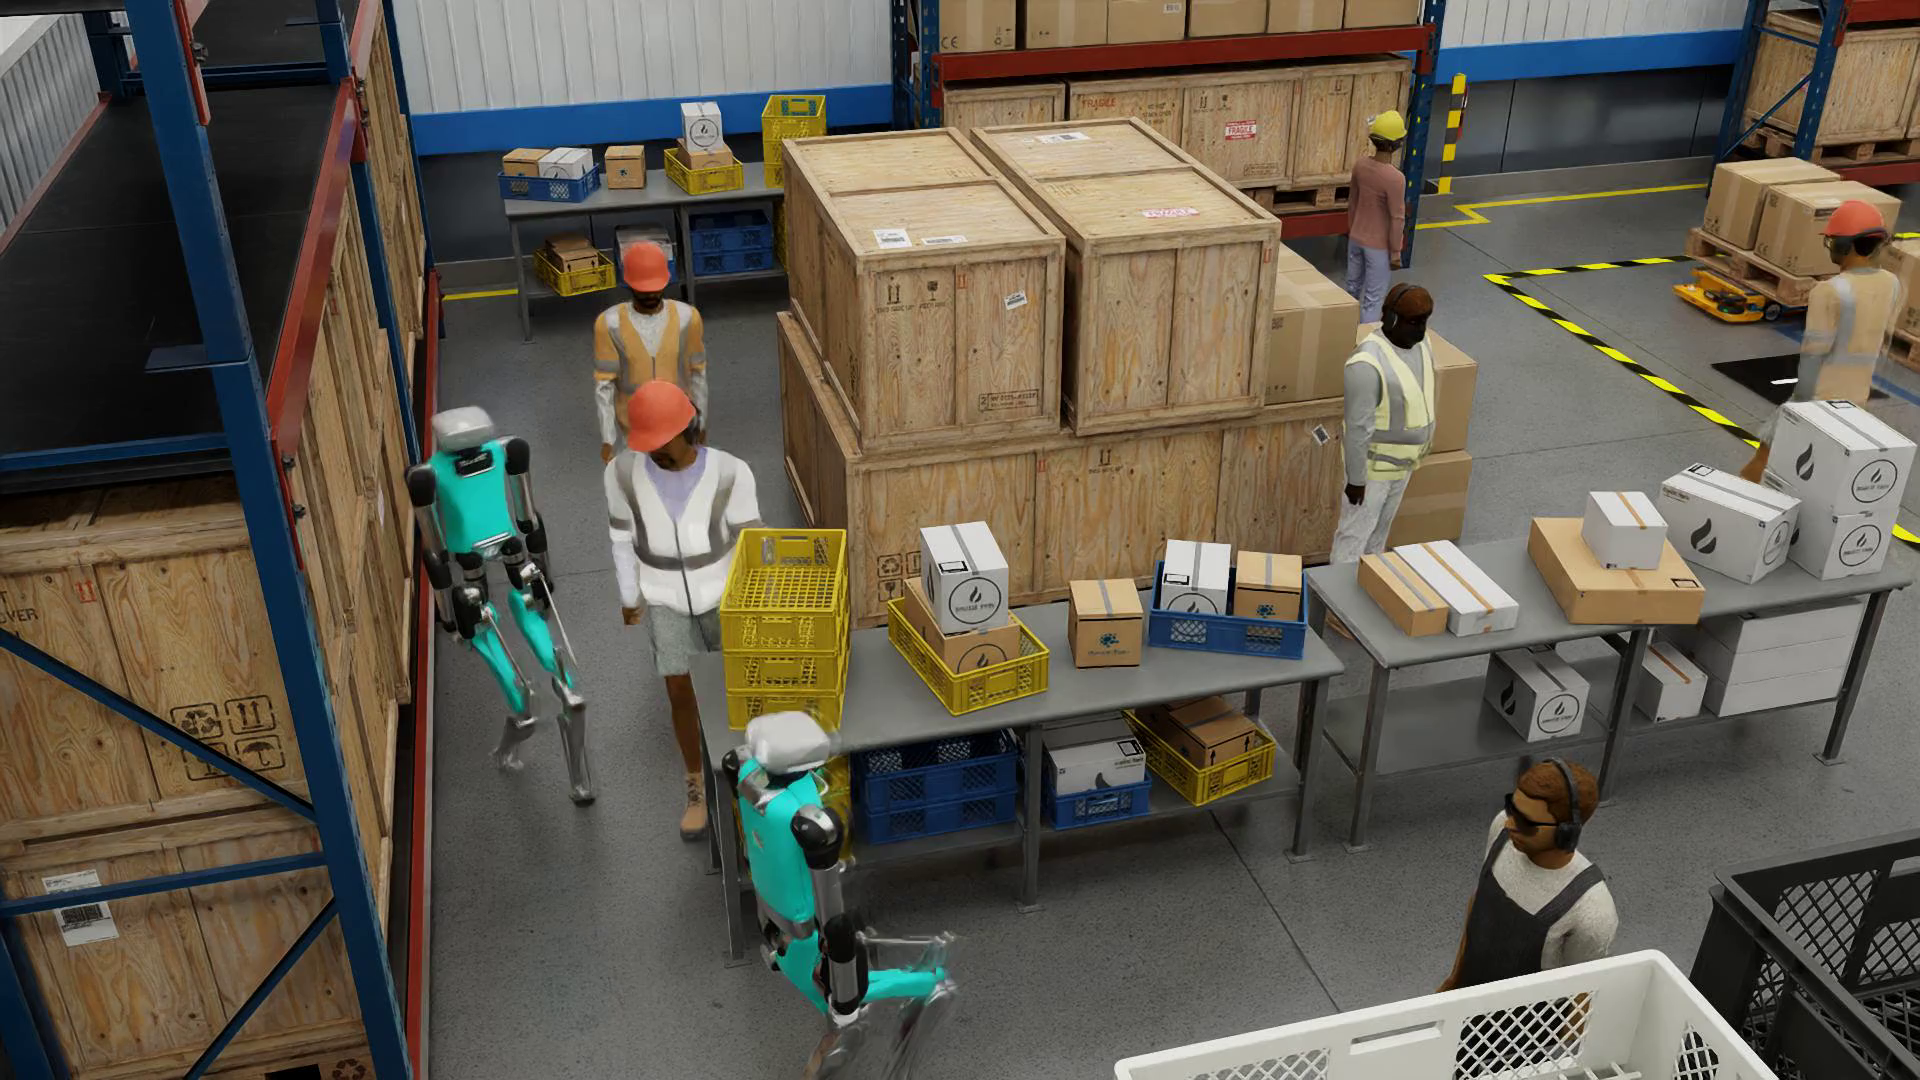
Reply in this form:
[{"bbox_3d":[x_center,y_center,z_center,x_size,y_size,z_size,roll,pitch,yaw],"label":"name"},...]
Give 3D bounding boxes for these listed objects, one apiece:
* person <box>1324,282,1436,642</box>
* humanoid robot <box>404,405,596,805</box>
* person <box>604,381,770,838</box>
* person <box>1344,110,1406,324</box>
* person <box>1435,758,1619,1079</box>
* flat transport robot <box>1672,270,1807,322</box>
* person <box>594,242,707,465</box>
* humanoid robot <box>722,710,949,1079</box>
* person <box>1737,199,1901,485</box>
[{"bbox_3d":[2.090,-0.389,8.195,0.430,1.840,0.625,23,36,35],"label":"person"},{"bbox_3d":[-1.825,0.373,6.991,0.530,1.817,0.839,-24,37,-36],"label":"humanoid robot"},{"bbox_3d":[-1.110,0.238,6.903,0.635,1.994,0.823,-3,29,-6],"label":"person"},{"bbox_3d":[2.787,-1.995,11.182,0.300,1.772,0.526,-13,31,-22],"label":"person"},{"bbox_3d":[1.627,1.406,4.930,0.345,1.846,0.507,-10,30,-18],"label":"person"},{"bbox_3d":[6.204,-1.905,12.546,1.431,0.197,0.652,-7,30,-13],"label":"flat transport robot"},{"bbox_3d":[-1.542,-0.564,8.455,0.567,1.921,0.735,-5,29,-10],"label":"person"},{"bbox_3d":[-0.371,1.270,5.290,0.921,1.771,0.545,-20,35,-32],"label":"humanoid robot"},{"bbox_3d":[4.510,-0.824,8.827,0.615,1.980,1.071,-10,30,-17],"label":"person"}]
